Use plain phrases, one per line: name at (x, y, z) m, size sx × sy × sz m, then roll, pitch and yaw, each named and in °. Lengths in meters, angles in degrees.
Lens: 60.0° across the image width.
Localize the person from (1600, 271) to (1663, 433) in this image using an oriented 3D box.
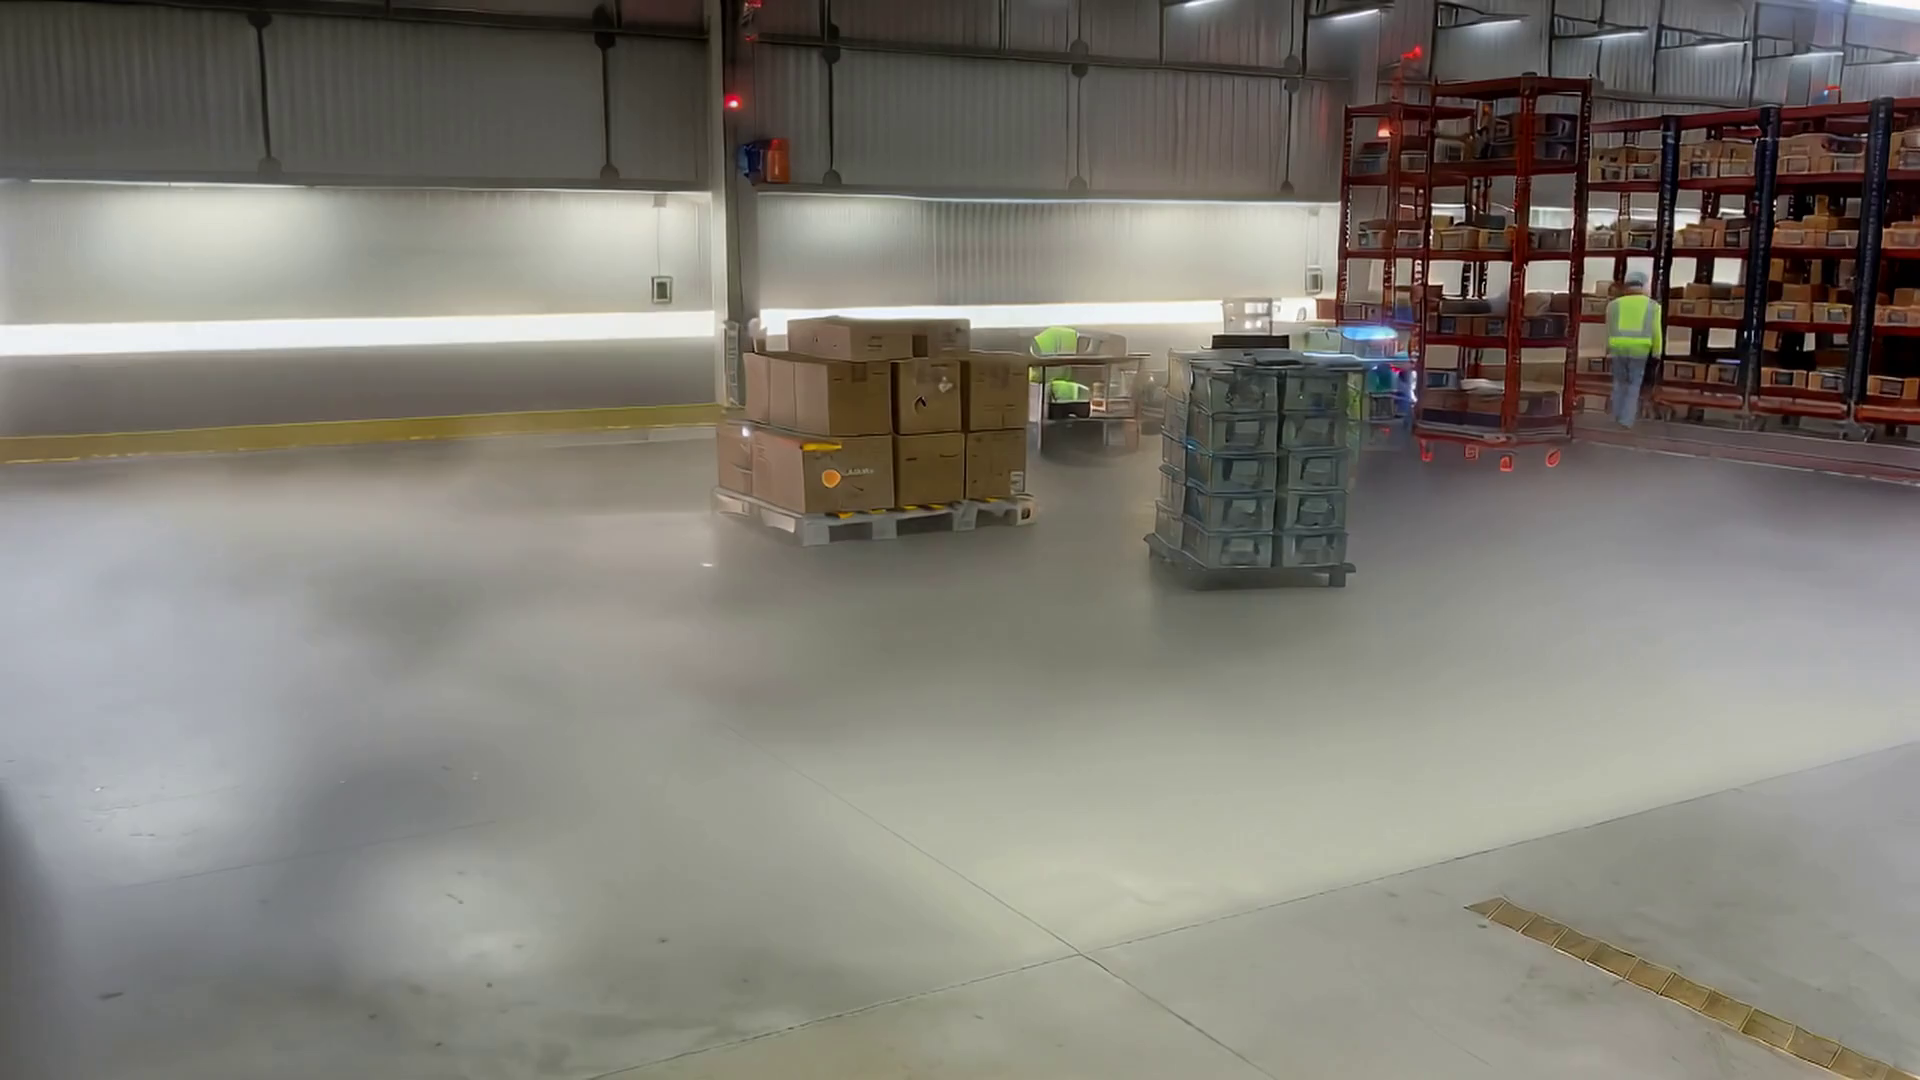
person at (7.514, -2.097, 18.611) m, size 0.631 × 1.807 × 0.445 m, roll 7°, pitch 12°, yaw 35°
